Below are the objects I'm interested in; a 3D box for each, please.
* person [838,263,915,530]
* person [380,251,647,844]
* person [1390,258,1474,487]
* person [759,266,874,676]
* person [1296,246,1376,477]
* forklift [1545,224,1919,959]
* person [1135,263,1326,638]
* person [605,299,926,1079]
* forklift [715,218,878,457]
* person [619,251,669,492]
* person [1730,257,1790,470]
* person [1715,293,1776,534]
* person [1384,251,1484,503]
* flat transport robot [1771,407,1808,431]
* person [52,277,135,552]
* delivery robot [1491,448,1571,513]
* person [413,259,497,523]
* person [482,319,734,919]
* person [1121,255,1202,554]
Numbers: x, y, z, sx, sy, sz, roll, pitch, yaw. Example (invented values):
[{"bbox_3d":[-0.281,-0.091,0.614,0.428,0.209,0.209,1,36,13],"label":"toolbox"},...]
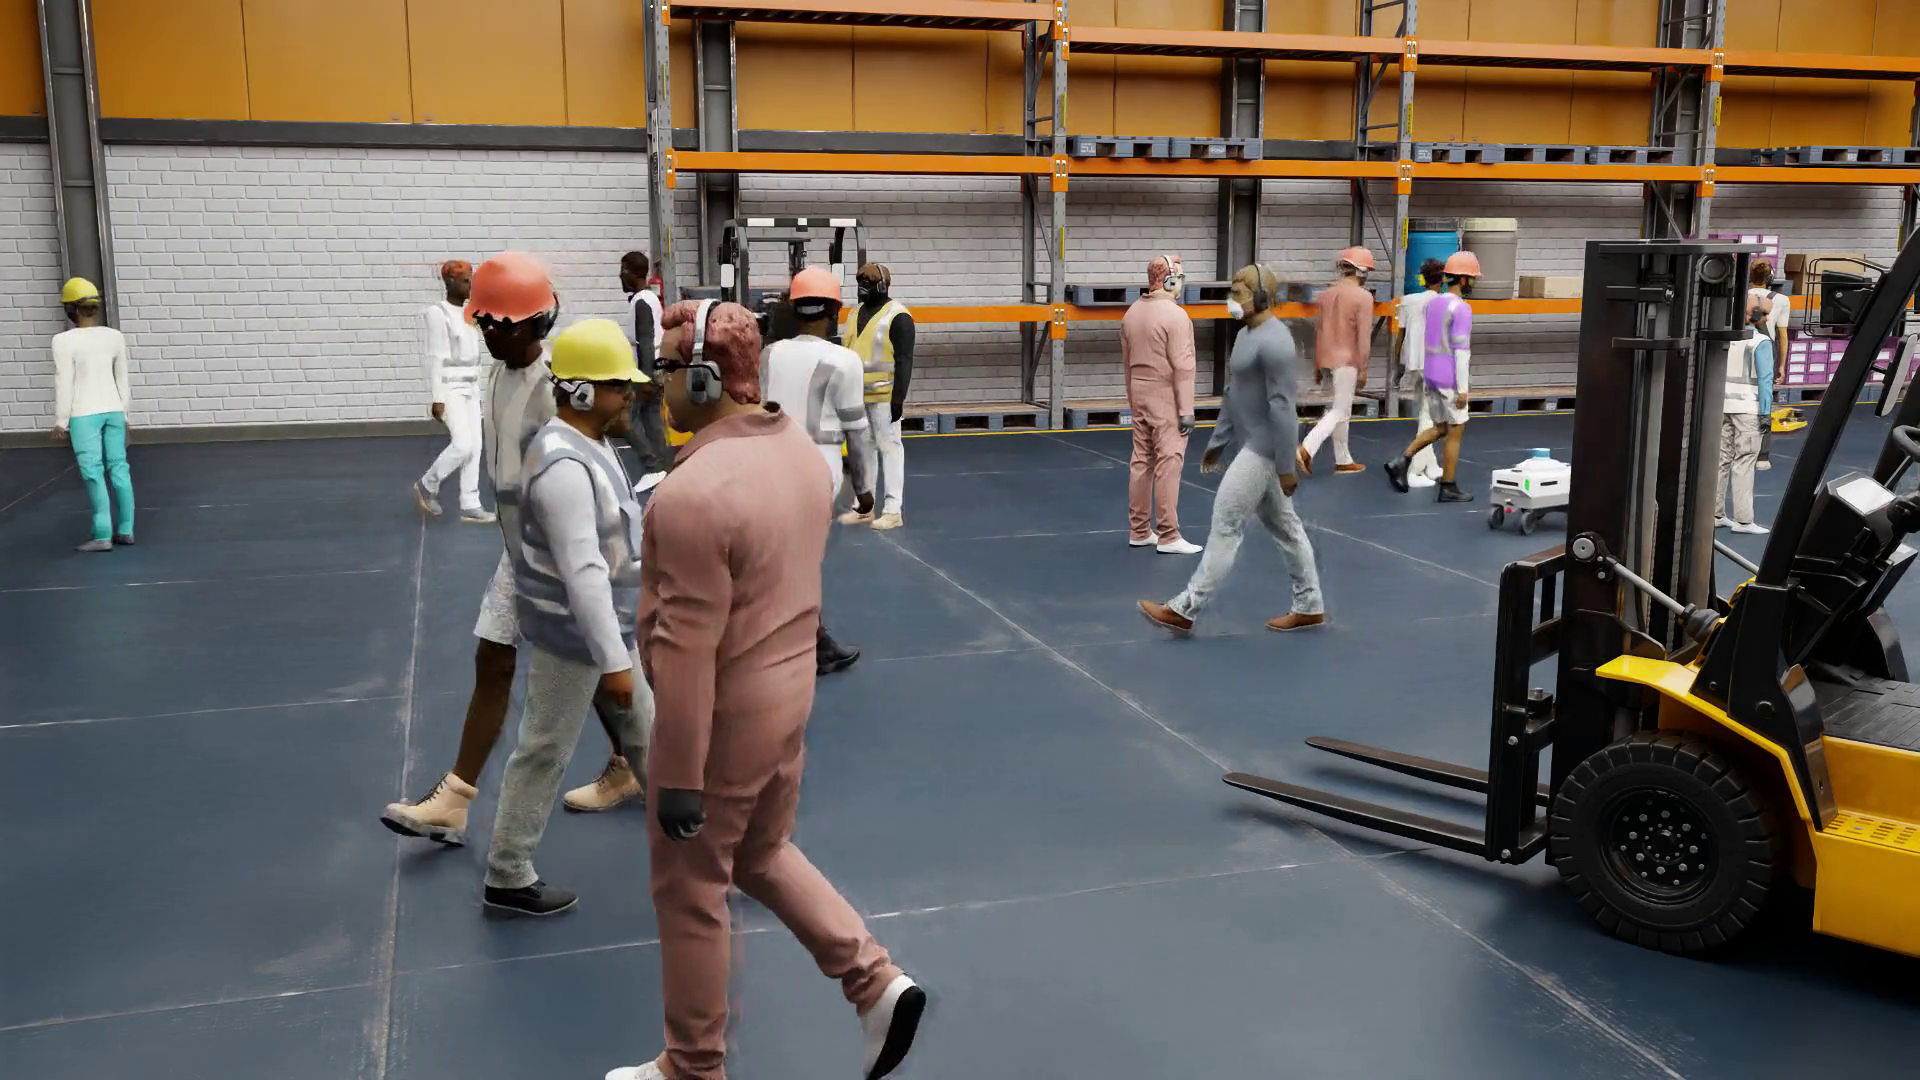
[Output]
[{"bbox_3d":[-0.601,-1.000,11.601,0.627,1.844,0.429,10,14,43],"label":"person"},{"bbox_3d":[-1.442,0.048,5.507,1.042,1.968,0.674,-9,14,-40],"label":"person"},{"bbox_3d":[3.850,-1.363,13.583,0.733,1.839,0.567,-10,14,-42],"label":"person"},{"bbox_3d":[-0.609,-0.259,7.398,0.543,1.883,0.873,8,13,38],"label":"person"},{"bbox_3d":[3.133,-1.487,14.001,0.855,1.957,0.632,-5,11,-25],"label":"person"},{"bbox_3d":[2.909,0.117,4.508,2.313,2.155,1.214,9,14,40],"label":"forklift"},{"bbox_3d":[1.420,-0.436,8.385,1.024,1.881,0.640,0,10,1],"label":"person"},{"bbox_3d":[-0.476,0.406,3.739,0.680,1.887,0.658,4,11,20],"label":"person"},{"bbox_3d":[-1.522,-1.778,14.899,1.214,2.155,2.313,-3,11,-17],"label":"forklift"},{"bbox_3d":[-2.495,-1.305,13.084,0.468,1.902,0.629,-1,10,-7],"label":"person"},{"bbox_3d":[6.904,-1.525,14.471,0.514,1.845,0.337,4,11,23],"label":"person"},{"bbox_3d":[5.358,-0.862,11.398,0.310,1.640,0.514,-2,11,-13],"label":"person"},{"bbox_3d":[3.621,-1.218,12.578,0.607,1.920,0.569,-2,11,-13],"label":"person"},{"bbox_3d":[8.148,-1.322,17.672,1.431,0.197,0.652,9,14,41],"label":"flat transport robot"},{"bbox_3d":[-5.600,-0.803,10.733,0.323,1.767,0.531,4,11,21],"label":"person"},{"bbox_3d":[4.029,-0.394,11.551,0.707,0.478,0.477,-7,12,-33],"label":"delivery robot"},{"bbox_3d":[-3.578,-1.034,11.717,0.495,1.866,0.600,3,11,16],"label":"person"},{"bbox_3d":[-1.010,0.252,4.883,0.932,1.779,0.623,0,10,-2],"label":"person"},{"bbox_3d":[1.308,-0.865,10.684,0.410,1.909,0.643,-6,12,-29],"label":"person"}]
